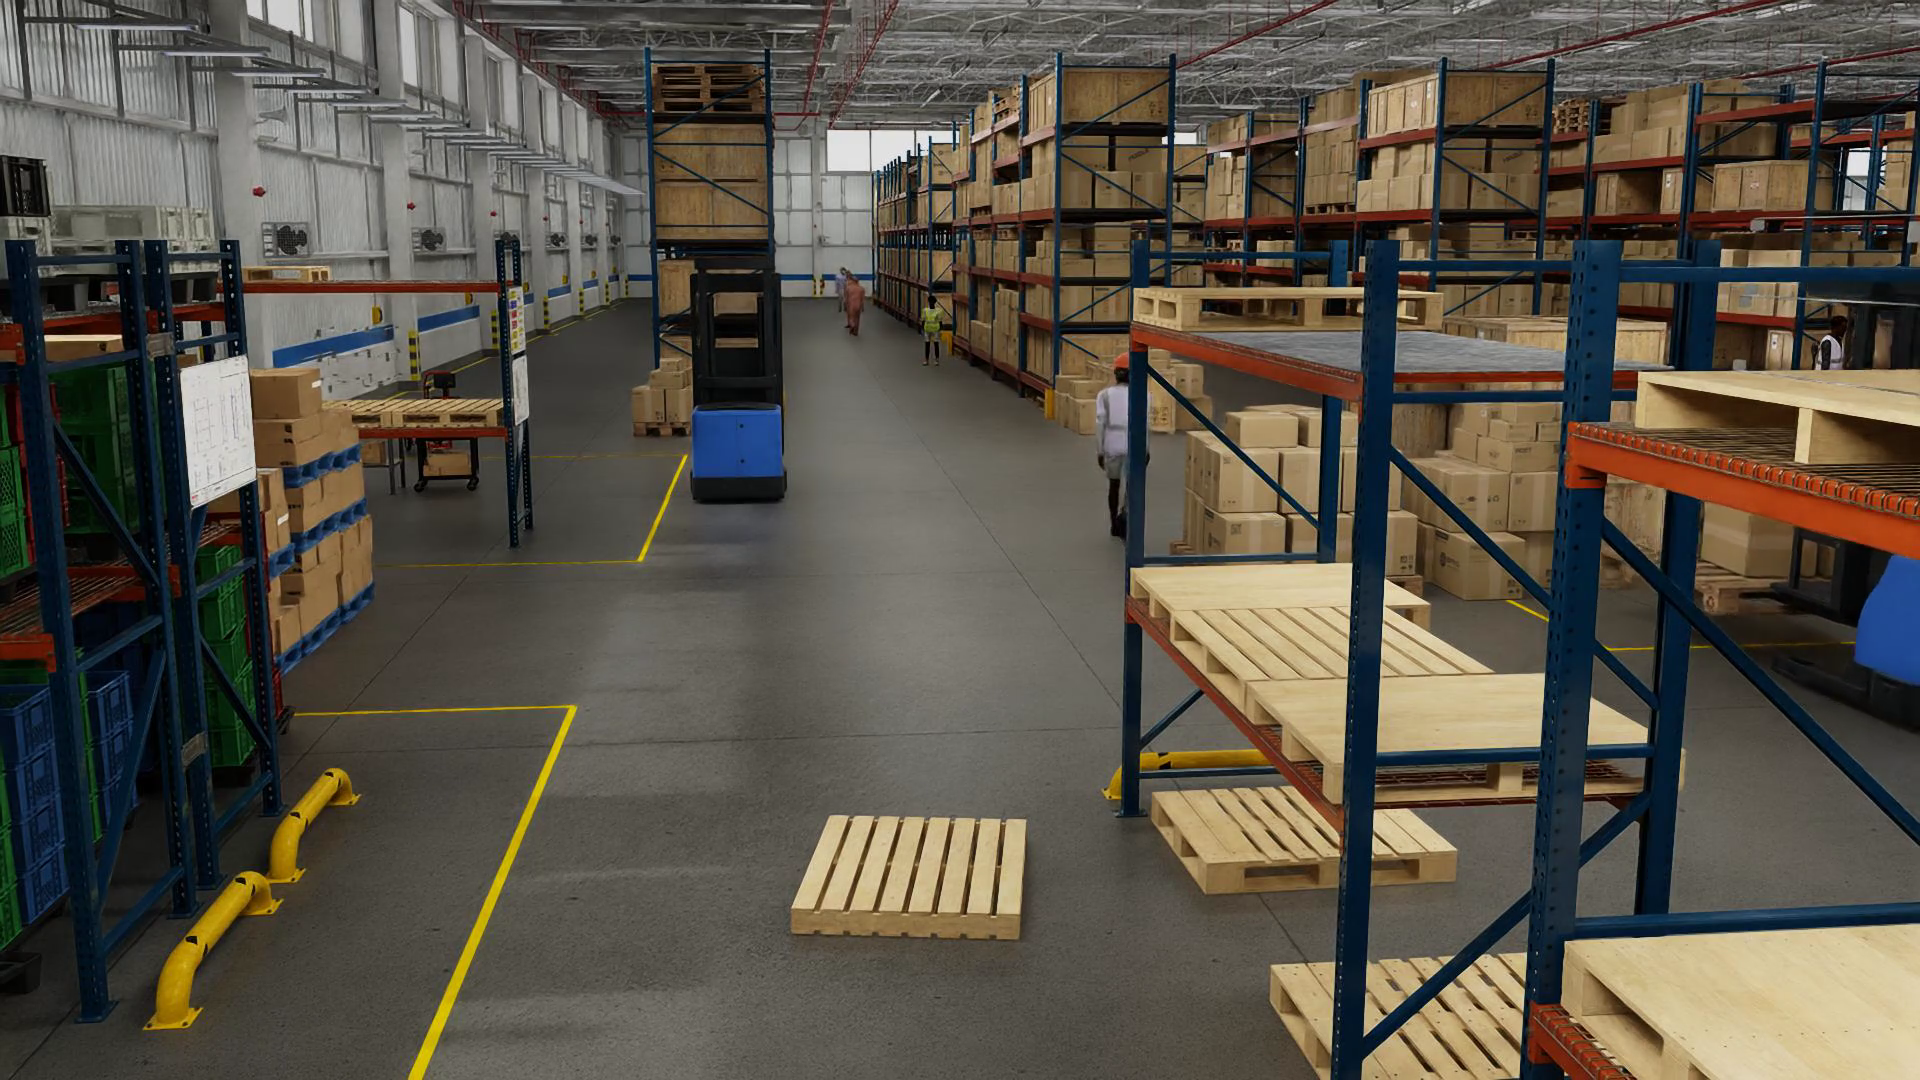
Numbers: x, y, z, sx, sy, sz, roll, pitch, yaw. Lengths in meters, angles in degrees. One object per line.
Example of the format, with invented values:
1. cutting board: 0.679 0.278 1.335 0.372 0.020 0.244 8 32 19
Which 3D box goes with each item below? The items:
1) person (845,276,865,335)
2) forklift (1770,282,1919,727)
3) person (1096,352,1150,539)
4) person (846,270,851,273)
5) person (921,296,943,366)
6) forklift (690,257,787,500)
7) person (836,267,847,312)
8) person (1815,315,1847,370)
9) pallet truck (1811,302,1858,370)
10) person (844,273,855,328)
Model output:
1. person: -3.362 -7.478 53.096 0.678 1.891 0.419 -3 11 -15
2. forklift: 6.323 -0.289 10.537 1.129 2.768 1.873 -1 10 -6
3. person: 1.640 -0.939 16.847 0.553 1.911 0.701 3 11 15
4. person: -5.151 -11.656 76.999 0.568 1.635 0.342 -8 13 -38
5. person: -0.682 -5.072 40.312 0.535 1.700 0.318 2 10 11
6. forklift: -2.660 -1.971 19.856 1.129 2.768 1.873 -1 10 -6
7. person: -4.937 -10.544 70.075 0.631 1.912 0.867 -2 10 -11
8. person: 13.112 -2.429 25.093 0.397 1.911 0.587 10 14 43
9. pallet truck: 15.846 -3.142 28.793 1.885 1.965 0.823 2 10 12
10. person: -3.832 -8.308 57.671 0.403 1.904 0.652 6 12 30
